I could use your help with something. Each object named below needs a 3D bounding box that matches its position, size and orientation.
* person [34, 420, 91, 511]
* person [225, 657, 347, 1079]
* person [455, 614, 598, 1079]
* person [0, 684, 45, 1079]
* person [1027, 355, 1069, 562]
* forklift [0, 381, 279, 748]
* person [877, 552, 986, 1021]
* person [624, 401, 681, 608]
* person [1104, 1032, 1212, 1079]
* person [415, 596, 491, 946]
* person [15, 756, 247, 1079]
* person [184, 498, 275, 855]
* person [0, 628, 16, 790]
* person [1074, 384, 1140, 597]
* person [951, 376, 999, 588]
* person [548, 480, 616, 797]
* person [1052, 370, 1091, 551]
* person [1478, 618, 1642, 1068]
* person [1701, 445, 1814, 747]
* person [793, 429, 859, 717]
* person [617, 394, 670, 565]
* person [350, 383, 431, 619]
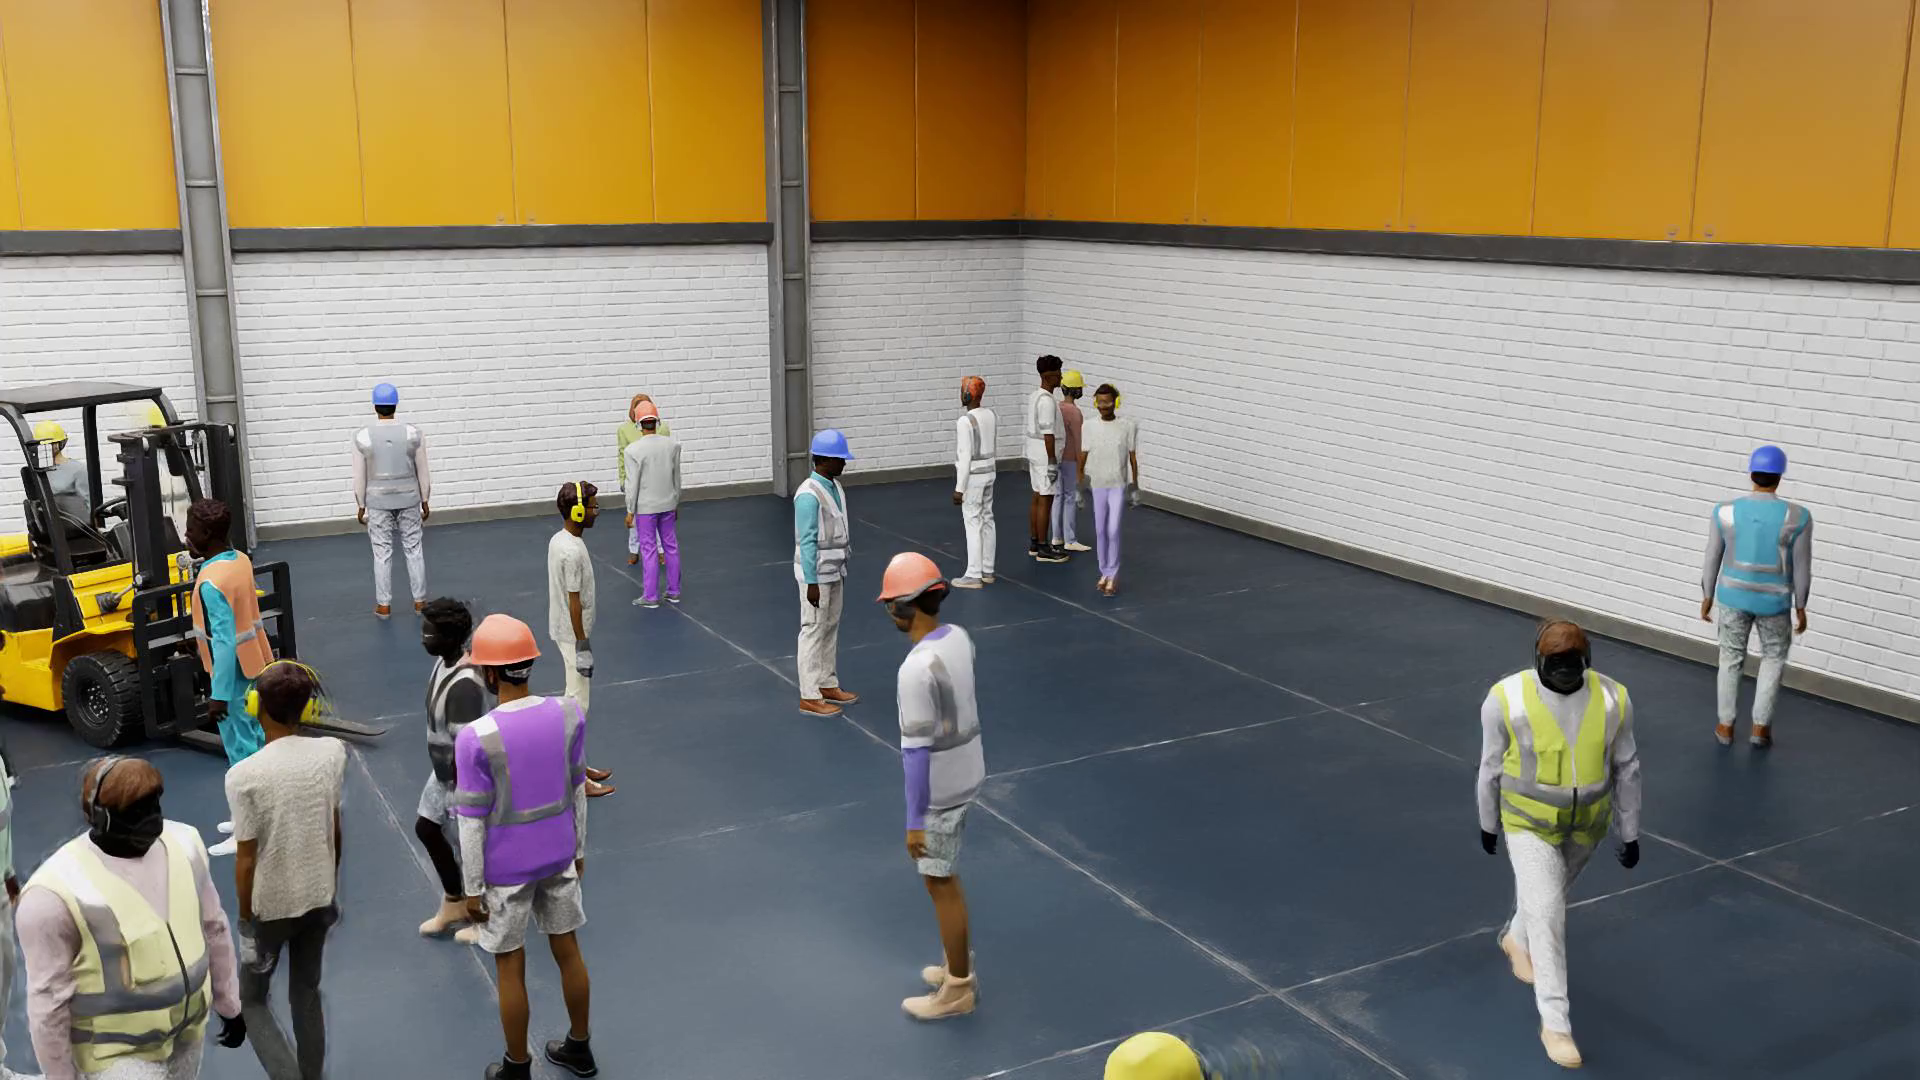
[{"bbox_3d":[-6.964,-0.059,12.913,0.517,1.757,0.337,1,12,5],"label":"person"},{"bbox_3d":[-2.445,1.350,6.110,0.421,1.842,0.515,9,15,35],"label":"person"},{"bbox_3d":[-1.706,1.231,6.471,0.547,1.929,0.386,-11,17,-43],"label":"person"},{"bbox_3d":[-3.678,1.301,6.177,0.391,1.910,0.597,-5,13,-23],"label":"person"},{"bbox_3d":[0.824,-0.780,15.804,0.368,1.962,0.602,-2,12,-10],"label":"person"},{"bbox_3d":[-5.853,0.085,11.199,2.313,2.155,1.214,7,14,28],"label":"forklift"},{"bbox_3d":[-0.137,1.054,7.099,0.470,2.017,0.675,4,13,18],"label":"person"},{"bbox_3d":[-2.608,-0.304,14.069,0.339,1.748,0.564,11,16,43],"label":"person"},{"bbox_3d":[0.398,1.897,3.810,0.847,1.715,0.572,-1,12,-5],"label":"person"},{"bbox_3d":[-2.374,1.087,7.690,0.527,1.677,0.557,-6,14,-27],"label":"person"},{"bbox_3d":[-2.456,1.555,5.169,0.633,1.825,0.654,5,13,20],"label":"person"},{"bbox_3d":[-3.878,0.721,8.869,0.399,1.920,0.590,-2,12,-11],"label":"person"},{"bbox_3d":[-5.987,0.573,9.693,0.853,1.862,0.650,1,12,4],"label":"person"},{"bbox_3d":[1.260,-0.432,14.454,0.553,1.842,0.741,4,13,19],"label":"person"},{"bbox_3d":[0.131,-0.511,14.729,0.356,1.883,0.573,7,14,31],"label":"person"},{"bbox_3d":[-2.218,0.579,9.687,0.334,1.860,0.509,-4,13,-19],"label":"person"},{"bbox_3d":[1.079,-0.775,16.246,0.311,1.769,0.522,-5,13,-23],"label":"person"},{"bbox_3d":[2.522,1.179,7.067,0.636,1.790,1.007,0,12,-1],"label":"person"},{"bbox_3d":[5.011,0.365,10.492,0.632,1.943,0.405,8,14,32],"label":"person"},{"bbox_3d":[-0.907,0.218,11.190,0.414,1.939,0.605,4,13,16],"label":"person"},{"bbox_3d":[-2.955,-0.568,15.610,0.497,1.626,0.287,0,12,-1],"label":"person"},{"bbox_3d":[-4.662,-0.319,13.675,0.605,1.948,0.390,-5,13,-24],"label":"person"}]
